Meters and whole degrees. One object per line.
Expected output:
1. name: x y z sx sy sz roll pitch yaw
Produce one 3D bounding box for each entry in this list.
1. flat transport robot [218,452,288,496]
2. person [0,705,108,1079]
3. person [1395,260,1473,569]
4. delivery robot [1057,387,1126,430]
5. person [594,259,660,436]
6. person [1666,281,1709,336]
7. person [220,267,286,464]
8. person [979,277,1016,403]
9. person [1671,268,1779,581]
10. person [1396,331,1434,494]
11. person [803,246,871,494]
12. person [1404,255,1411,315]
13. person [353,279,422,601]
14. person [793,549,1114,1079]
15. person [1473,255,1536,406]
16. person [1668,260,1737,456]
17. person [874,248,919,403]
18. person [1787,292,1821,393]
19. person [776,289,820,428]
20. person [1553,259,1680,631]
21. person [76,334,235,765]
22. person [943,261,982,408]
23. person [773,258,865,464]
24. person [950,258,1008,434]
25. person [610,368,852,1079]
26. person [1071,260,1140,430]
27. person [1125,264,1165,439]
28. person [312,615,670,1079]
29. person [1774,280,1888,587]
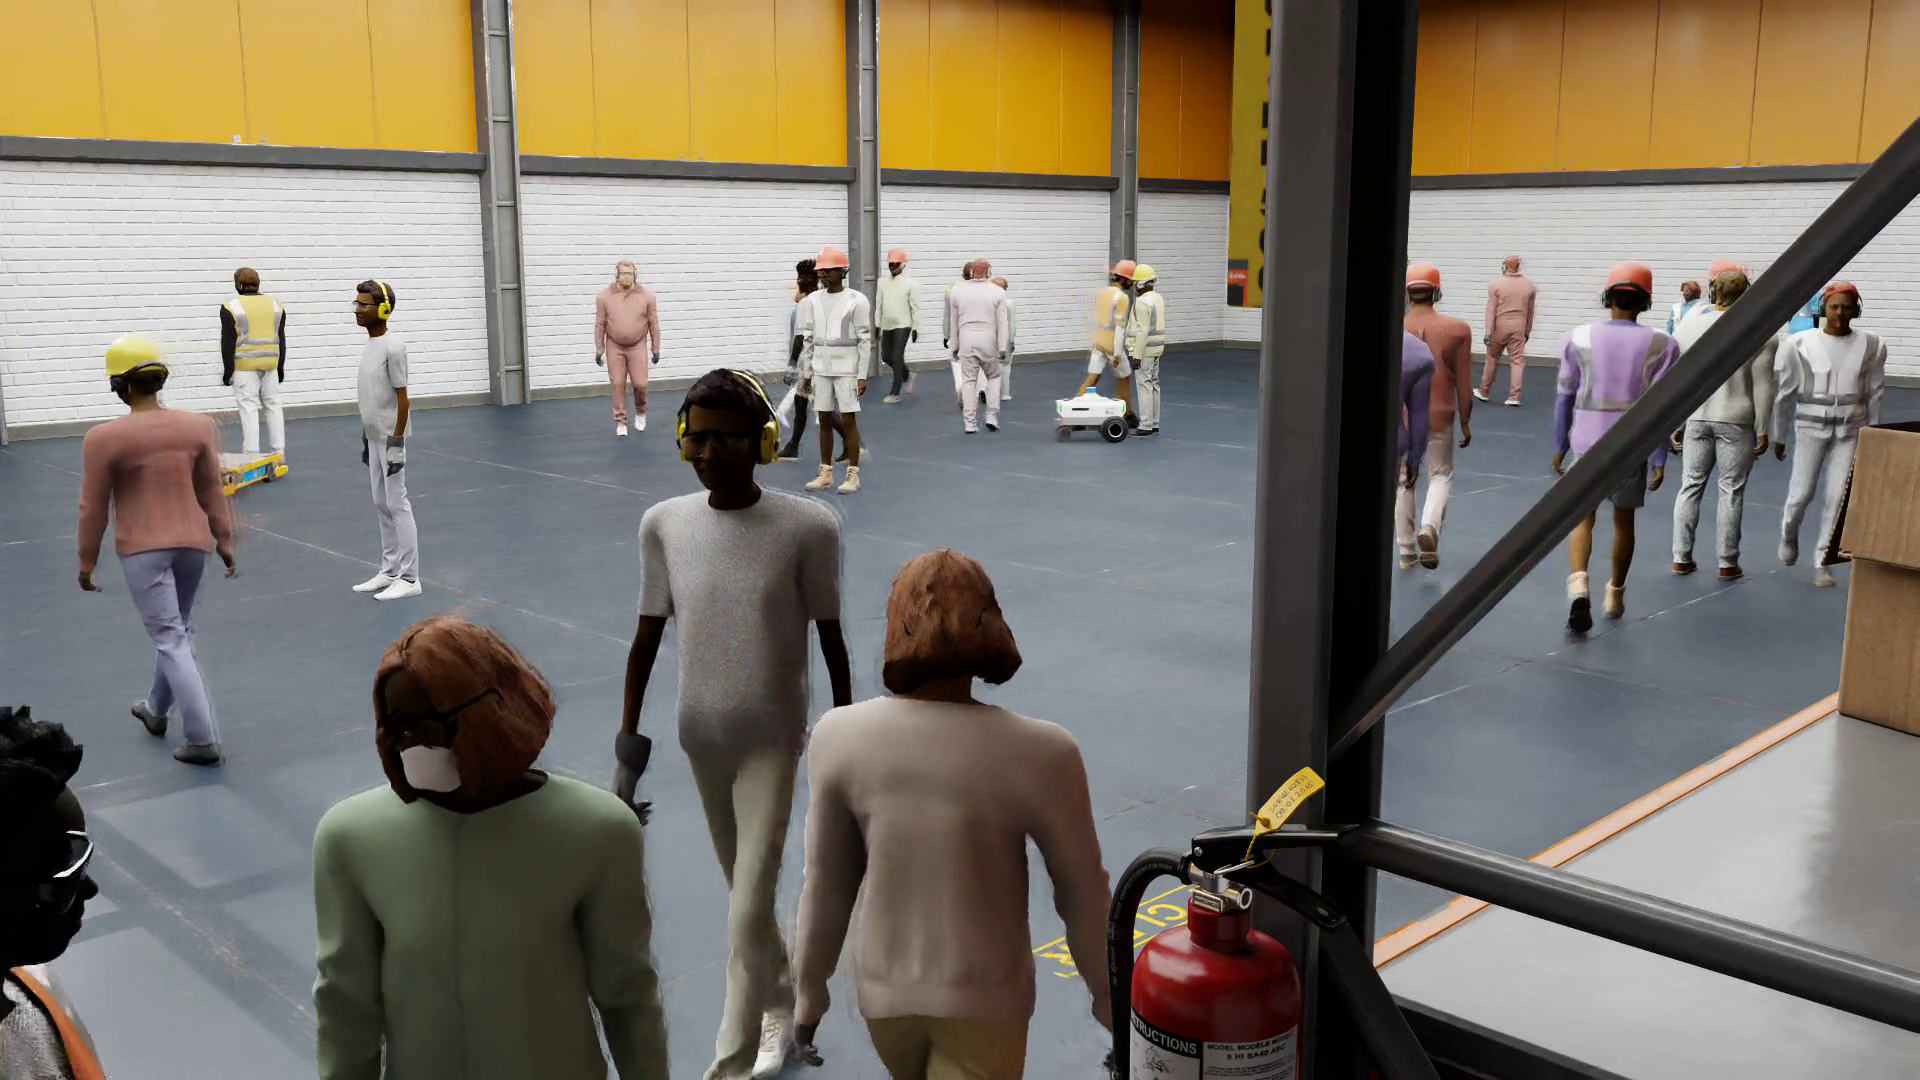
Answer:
1. flat transport robot: -6.273 -0.567 14.063 0.652 0.197 1.431 0 10 -2
2. person: -1.011 0.991 1.731 0.386 1.685 0.534 -2 11 -12
3. person: 2.896 -0.764 10.480 0.639 1.979 0.606 3 11 18
4. delivery robot: 1.358 -1.347 17.289 0.707 0.478 0.477 0 10 -1
5. person: -3.549 -2.050 17.749 0.689 1.886 0.417 -2 11 -10
6. person: 8.767 -2.321 20.012 0.856 1.596 0.513 -4 11 -23
7. person: -6.541 -1.597 15.399 0.429 1.843 0.627 8 13 35
8. person: 0.457 -2.552 21.228 0.521 1.609 0.775 4 11 20
9. person: 4.716 -0.711 10.342 0.622 1.932 0.368 10 14 43
10. person: 2.171 -0.442 8.889 0.645 1.917 0.506 1 10 3
11. person: -1.042 -1.400 13.772 0.614 2.042 0.373 5 12 27
12. person: 5.553 -2.701 21.151 0.372 1.940 0.631 -5 12 -26
13. person: -3.406 -0.586 9.794 0.328 1.877 0.514 -9 14 -40
14. person: 0.015 0.807 2.953 0.581 1.582 0.802 5 11 24
15. person: 6.870 -2.646 21.026 0.678 1.868 0.940 -1 10 -7
16. person: 7.131 -1.698 15.808 0.964 1.887 0.565 1 10 7
17. person: -0.786 -2.769 21.421 0.626 1.978 0.746 7 12 32
18. person: 11.314 -2.792 22.305 0.322 1.697 0.534 -2 11 -13
19. person: -1.762 -2.056 18.557 0.820 1.604 0.495 -7 13 -35
20. person: 3.534 -0.507 9.014 0.609 2.015 0.892 4 11 21
21. person: -3.327 0.033 6.794 0.867 1.720 0.548 7 13 35
22. person: 0.110 -2.488 20.321 0.635 1.822 0.681 0 10 -2
23. person: -1.334 -1.664 15.549 0.973 1.929 0.623 2 11 13
24. person: 0.216 -2.102 18.040 0.660 1.886 0.645 2 11 12
25. person: -0.558 0.517 3.904 0.556 1.821 0.947 3 11 16
26. person: 1.607 -2.116 18.168 0.985 1.870 0.668 -6 12 -28
27. person: 1.945 -1.986 17.543 0.403 1.830 0.599 5 11 25
28. person: -0.705 0.877 2.588 0.516 1.590 0.811 0 10 -2
29. person: 5.316 -0.656 10.215 0.578 1.869 0.504 3 11 18
